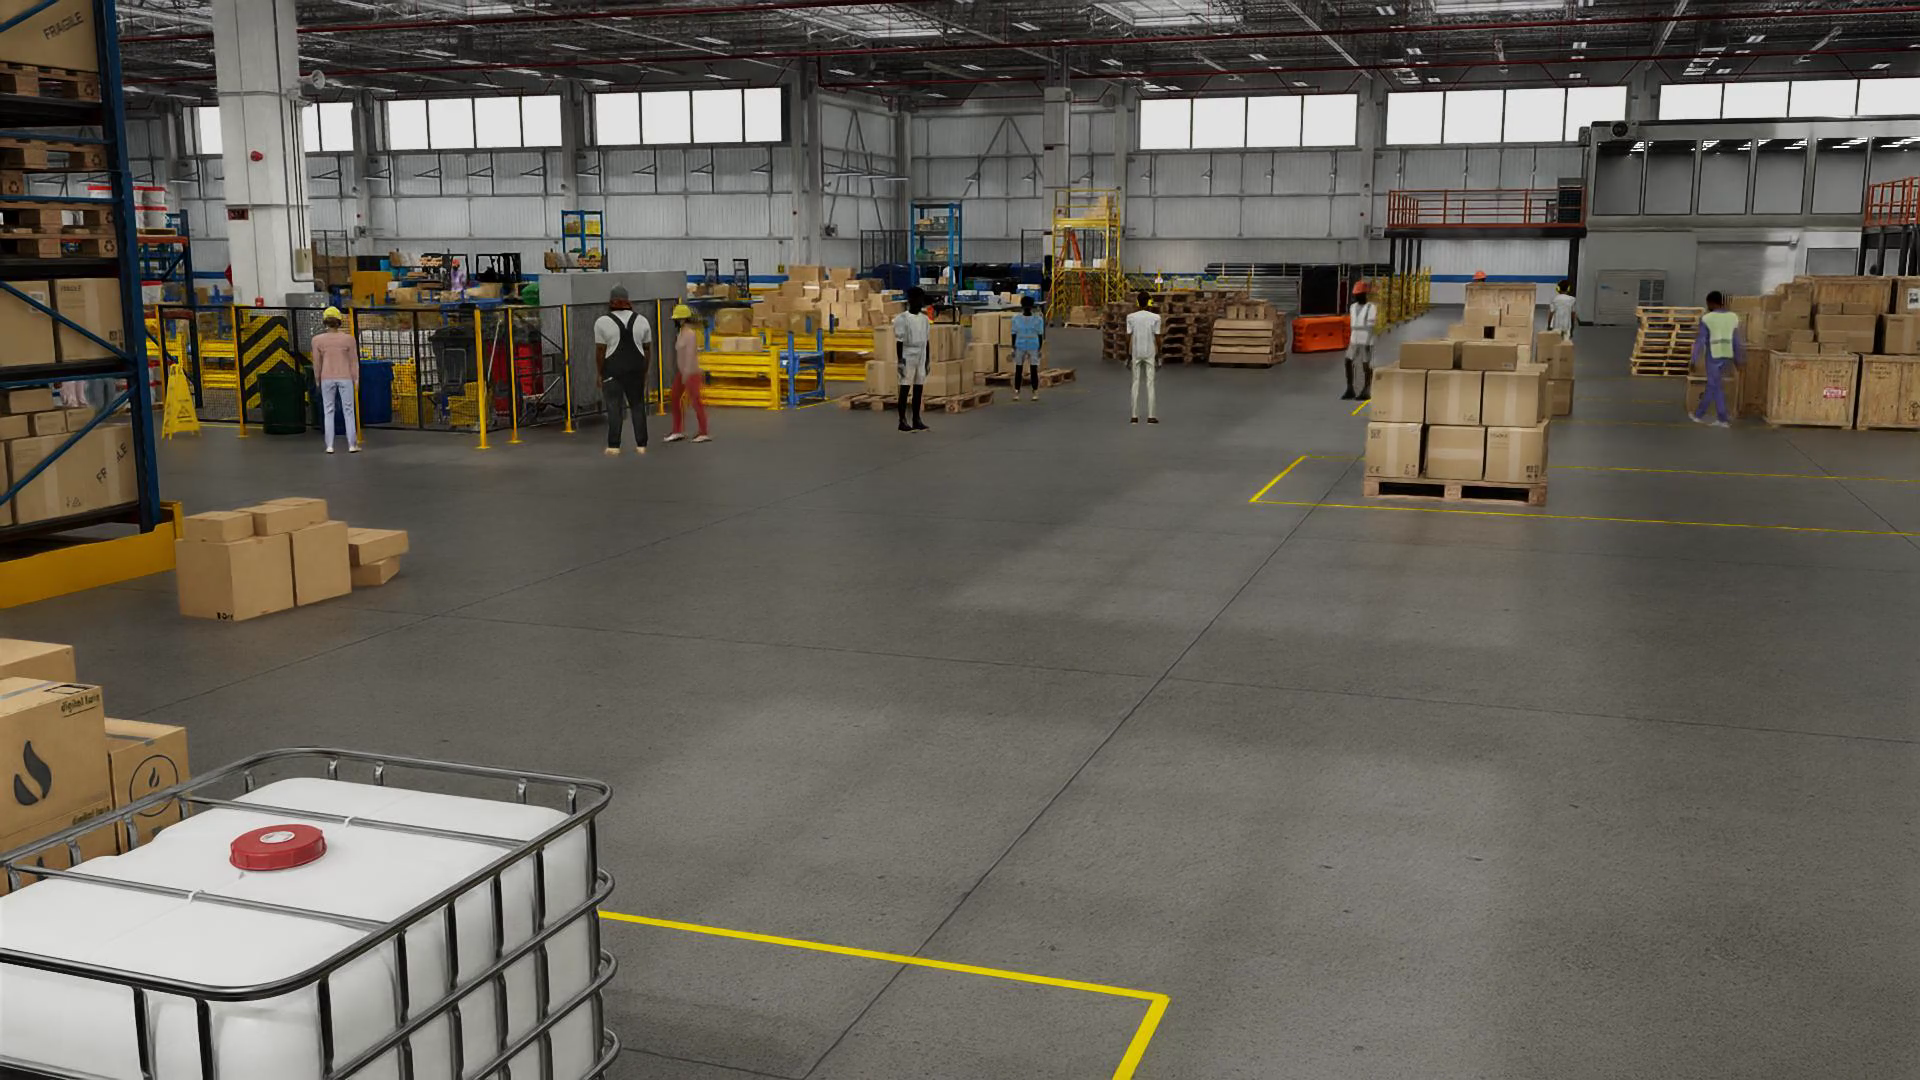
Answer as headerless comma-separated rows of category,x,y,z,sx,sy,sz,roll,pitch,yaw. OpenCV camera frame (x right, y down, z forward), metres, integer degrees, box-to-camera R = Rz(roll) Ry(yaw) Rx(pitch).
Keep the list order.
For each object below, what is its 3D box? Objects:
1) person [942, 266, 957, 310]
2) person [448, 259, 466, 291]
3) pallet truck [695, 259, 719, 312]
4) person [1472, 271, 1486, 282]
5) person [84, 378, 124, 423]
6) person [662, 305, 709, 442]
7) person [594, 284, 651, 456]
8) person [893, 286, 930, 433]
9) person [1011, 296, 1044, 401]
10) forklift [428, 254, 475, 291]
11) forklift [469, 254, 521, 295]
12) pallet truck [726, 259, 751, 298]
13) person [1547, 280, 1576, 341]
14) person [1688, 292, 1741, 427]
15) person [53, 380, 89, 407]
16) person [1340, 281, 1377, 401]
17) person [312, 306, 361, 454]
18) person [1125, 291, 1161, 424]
person,-0.382,-9.845,64.256,0.411,1.909,0.643,-9,13,-41
person,-16.578,-8.226,54.802,0.603,2.035,0.403,1,10,5
pallet truck,-9.165,-9.627,62.776,0.823,1.965,1.885,4,11,23
person,11.585,-5.034,37.121,0.399,1.928,0.542,4,11,24
person,-10.683,-1.969,20.707,0.391,1.609,0.568,5,11,27
person,-3.510,-2.087,21.039,0.691,1.745,0.536,-7,12,-33
person,-4.051,-2.029,19.861,0.684,2.000,0.536,-6,11,-29
person,-0.623,-2.404,22.224,0.599,1.958,0.373,-9,14,-43
person,1.082,-3.074,26.746,0.537,1.693,0.320,1,10,7
forklift,-20.133,-10.254,65.465,1.157,1.987,2.680,3,11,19
forklift,-17.990,-10.121,64.684,1.157,1.987,2.680,3,11,17
pallet truck,-7.986,-9.493,62.019,0.823,1.965,1.885,3,11,17
person,11.213,-3.921,31.036,0.506,1.861,0.320,1,10,6
person,10.470,-2.522,23.159,0.643,1.848,1.014,-3,11,-17
person,-10.721,-2.025,19.971,0.397,1.992,0.622,0,10,-3
person,6.393,-3.178,26.675,0.657,1.913,0.546,-8,13,-39
person,-7.497,-1.916,20.017,0.536,1.766,0.324,-2,10,-13
person,2.565,-2.546,23.279,0.516,1.863,0.332,3,10,16
